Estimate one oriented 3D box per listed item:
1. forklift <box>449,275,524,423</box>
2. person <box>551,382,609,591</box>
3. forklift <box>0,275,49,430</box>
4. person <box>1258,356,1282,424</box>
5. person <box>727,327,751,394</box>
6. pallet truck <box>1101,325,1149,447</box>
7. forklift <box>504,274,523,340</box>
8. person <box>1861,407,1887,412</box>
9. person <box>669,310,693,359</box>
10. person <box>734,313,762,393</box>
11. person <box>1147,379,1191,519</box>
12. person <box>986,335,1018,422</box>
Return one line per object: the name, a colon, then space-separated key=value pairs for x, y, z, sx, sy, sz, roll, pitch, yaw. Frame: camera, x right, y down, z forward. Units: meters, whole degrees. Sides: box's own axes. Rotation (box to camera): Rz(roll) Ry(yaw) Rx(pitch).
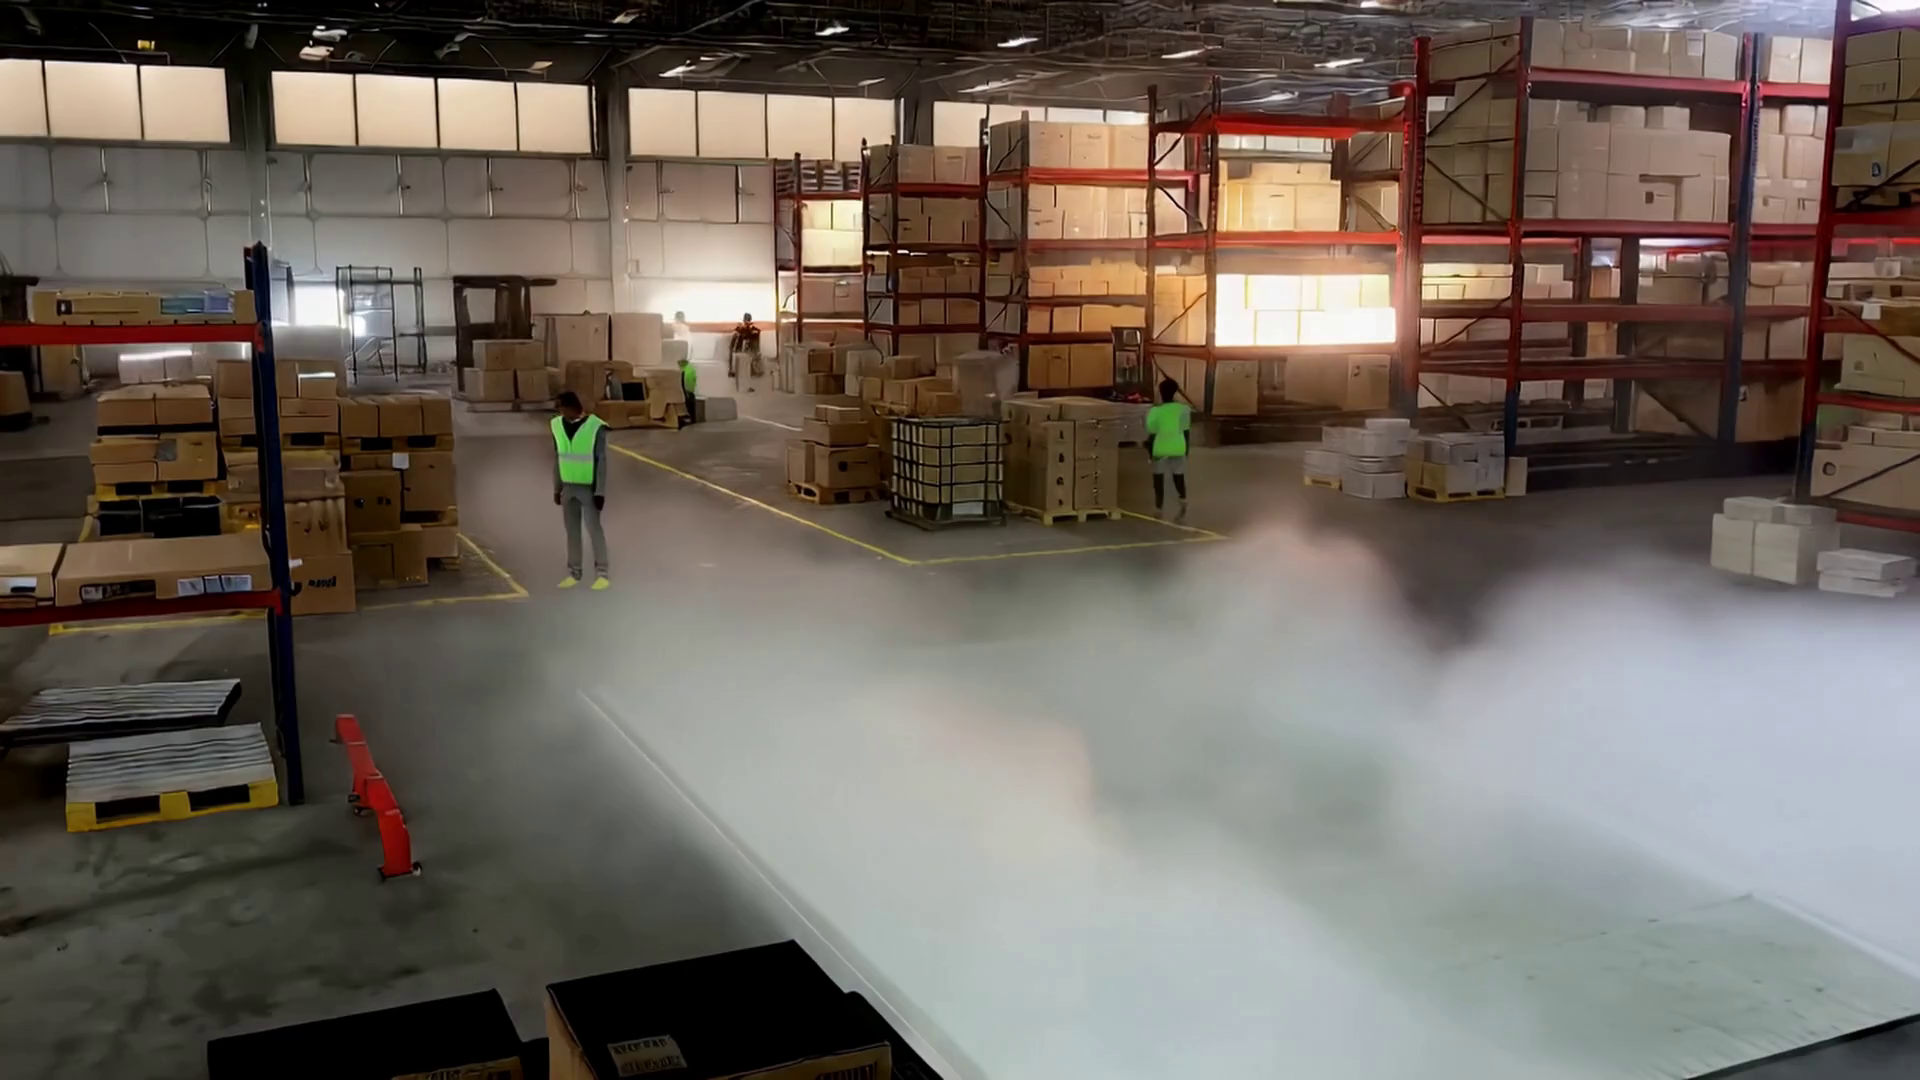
forklift: x=-9.261 y=-3.733 z=32.249 sx=1.129 sy=2.768 sz=1.873 roll=-4 pitch=10 yaw=-26
person: x=-3.444 y=-0.487 z=15.135 sx=0.585 sy=1.908 sz=0.388 roll=4 pitch=10 yaw=24
forklift: x=-17.776 y=-3.459 z=30.545 sx=1.129 sy=2.768 sz=1.873 roll=-2 pitch=9 yaw=-10
person: x=5.864 y=-3.168 z=31.626 sx=0.552 sy=1.947 sz=0.629 roll=-5 pitch=11 yaw=-29
person: x=-5.278 y=-4.289 z=39.707 sx=0.568 sy=1.582 sz=0.865 roll=-2 pitch=9 yaw=-14
pallet truck: x=2.881 y=-2.596 z=27.923 sx=0.823 sy=1.965 sz=1.885 roll=-1 pitch=9 yaw=-7
forklift: x=-11.408 y=-5.365 z=42.370 sx=1.873 sy=2.768 sz=1.129 roll=-4 pitch=10 yaw=-25
person: x=11.684 y=-1.460 z=21.124 sx=0.495 sy=1.924 sz=0.557 roll=-6 pitch=11 yaw=-32
person: x=-6.756 y=-4.592 z=40.392 sx=0.665 sy=1.963 sz=0.796 roll=4 pitch=10 yaw=21
person: x=-5.031 y=-4.462 z=39.754 sx=0.662 sy=1.910 sz=0.829 roll=-5 pitch=11 yaw=-30
person: x=2.417 y=-1.034 z=19.237 sx=0.545 sy=1.668 sz=0.690 roll=-1 pitch=9 yaw=-4
person: x=0.735 y=-2.481 z=27.669 sx=0.645 sy=1.852 sz=1.016 roll=-6 pitch=11 yaw=-32
